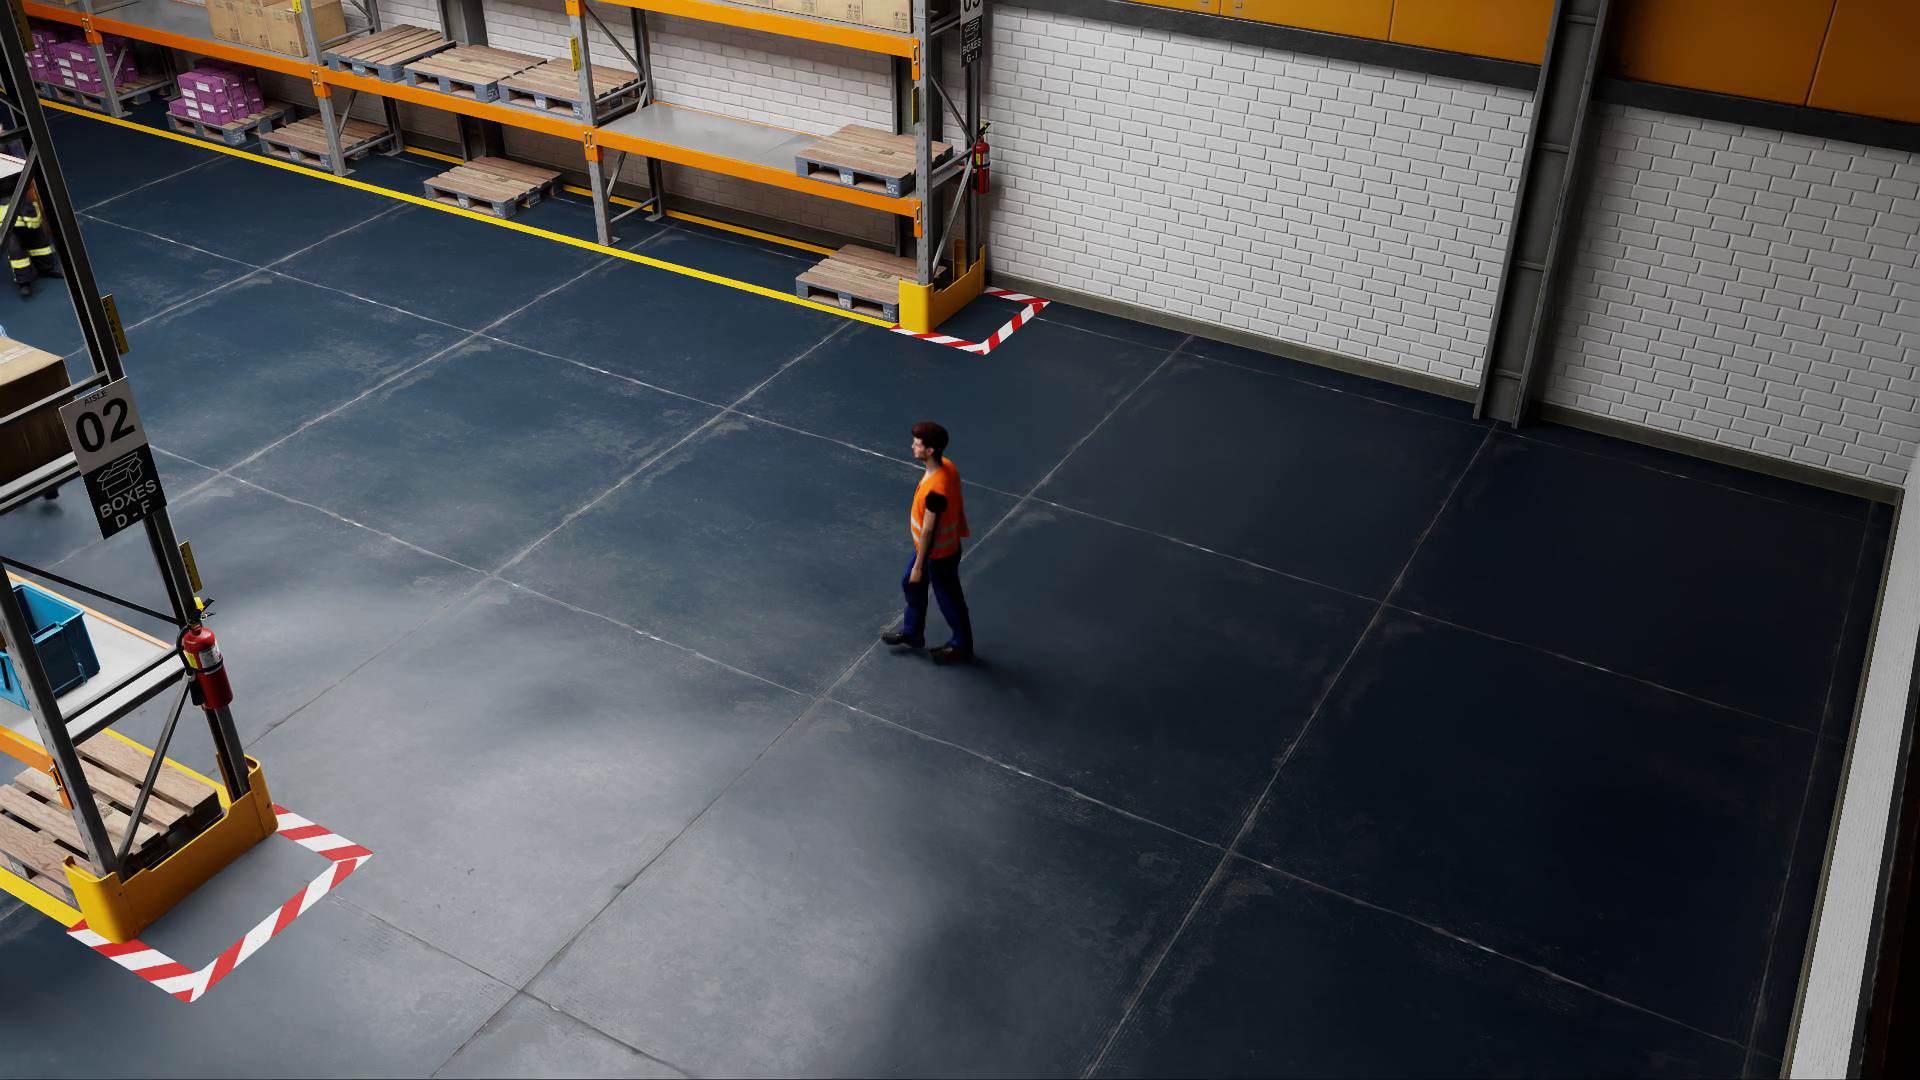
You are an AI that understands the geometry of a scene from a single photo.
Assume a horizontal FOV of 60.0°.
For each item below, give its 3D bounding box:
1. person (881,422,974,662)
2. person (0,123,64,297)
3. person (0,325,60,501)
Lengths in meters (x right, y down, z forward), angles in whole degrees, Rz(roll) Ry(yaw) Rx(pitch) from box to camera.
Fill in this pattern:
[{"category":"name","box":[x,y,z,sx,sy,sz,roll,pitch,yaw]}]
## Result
[{"category":"person","box":[-0.058,0.047,11.302,1.038,1.865,0.952,-4,34,-6]},{"category":"person","box":[-9.414,-3.404,16.517,0.893,1.839,0.868,22,39,29]},{"category":"person","box":[-7.568,-1.111,13.115,0.853,1.786,1.204,-29,43,-36]}]
